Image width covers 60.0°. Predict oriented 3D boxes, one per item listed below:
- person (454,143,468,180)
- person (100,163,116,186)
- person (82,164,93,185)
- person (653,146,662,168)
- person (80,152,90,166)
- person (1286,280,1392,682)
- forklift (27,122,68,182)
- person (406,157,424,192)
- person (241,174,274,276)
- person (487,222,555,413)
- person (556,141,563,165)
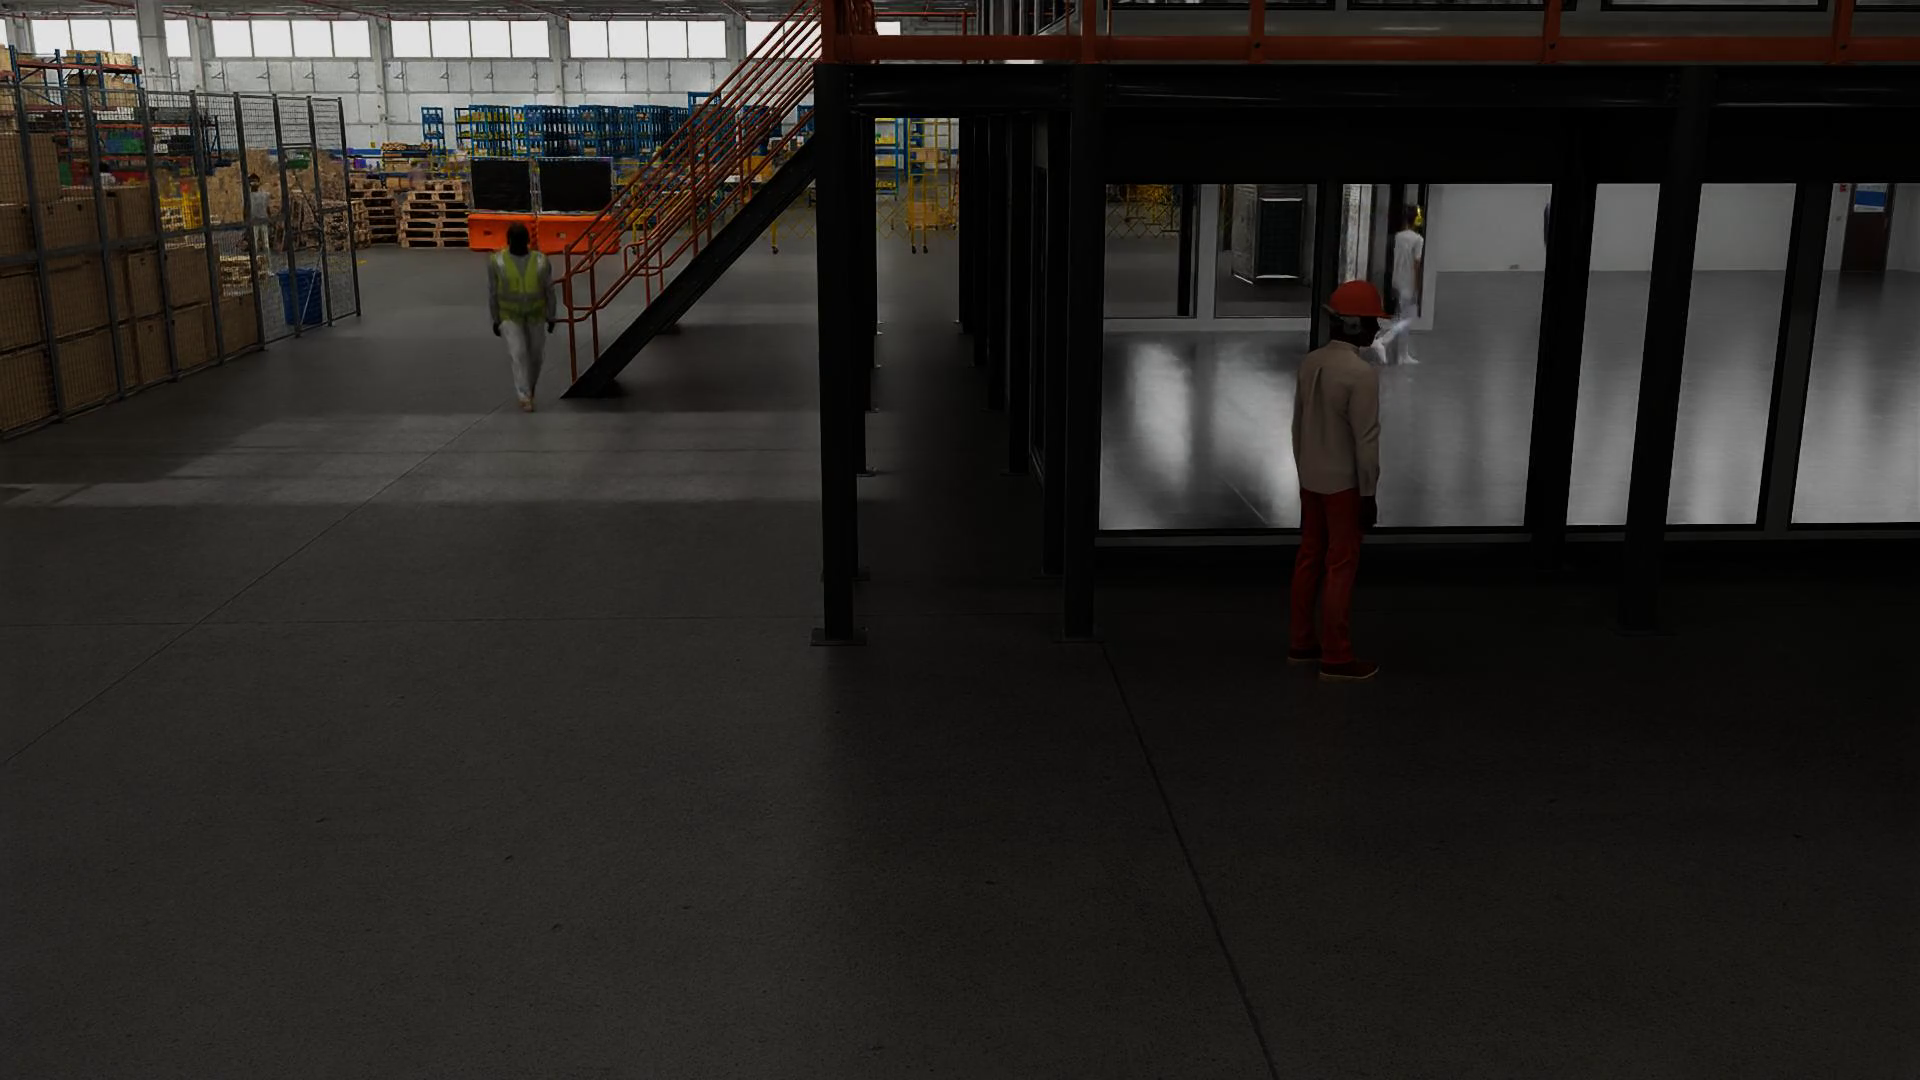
[{"bbox_3d":[-23.097,-17.441,77.082,0.644,1.874,0.903,-6,15,-21],"label":"person"},{"bbox_3d":[-23.992,-9.779,46.892,0.543,1.644,0.876,0,14,2],"label":"person"},{"bbox_3d":[-19.936,-7.700,38.233,0.812,1.824,0.545,-2,14,-7],"label":"person"},{"bbox_3d":[-13.306,-16.411,73.138,0.438,1.804,0.632,-7,16,-26],"label":"person"},{"bbox_3d":[-35.698,-15.047,68.040,0.502,1.618,0.524,4,15,15],"label":"person"},{"bbox_3d":[1.895,-0.293,8.305,0.391,1.990,0.622,-6,15,-21],"label":"person"},{"bbox_3d":[-35.376,-14.773,64.377,1.129,2.768,1.873,-1,14,-2],"label":"forklift"},{"bbox_3d":[-16.358,-10.612,50.012,0.537,1.752,0.403,-10,17,-35],"label":"person"},{"bbox_3d":[-12.785,-5.728,30.310,0.499,1.861,0.328,-10,17,-34],"label":"person"},{"bbox_3d":[-4.266,-2.184,16.211,0.631,1.823,0.694,-6,15,-24],"label":"person"},{"bbox_3d":[-20.413,-19.475,85.098,1.067,1.943,0.609,-6,15,-22],"label":"person"}]
